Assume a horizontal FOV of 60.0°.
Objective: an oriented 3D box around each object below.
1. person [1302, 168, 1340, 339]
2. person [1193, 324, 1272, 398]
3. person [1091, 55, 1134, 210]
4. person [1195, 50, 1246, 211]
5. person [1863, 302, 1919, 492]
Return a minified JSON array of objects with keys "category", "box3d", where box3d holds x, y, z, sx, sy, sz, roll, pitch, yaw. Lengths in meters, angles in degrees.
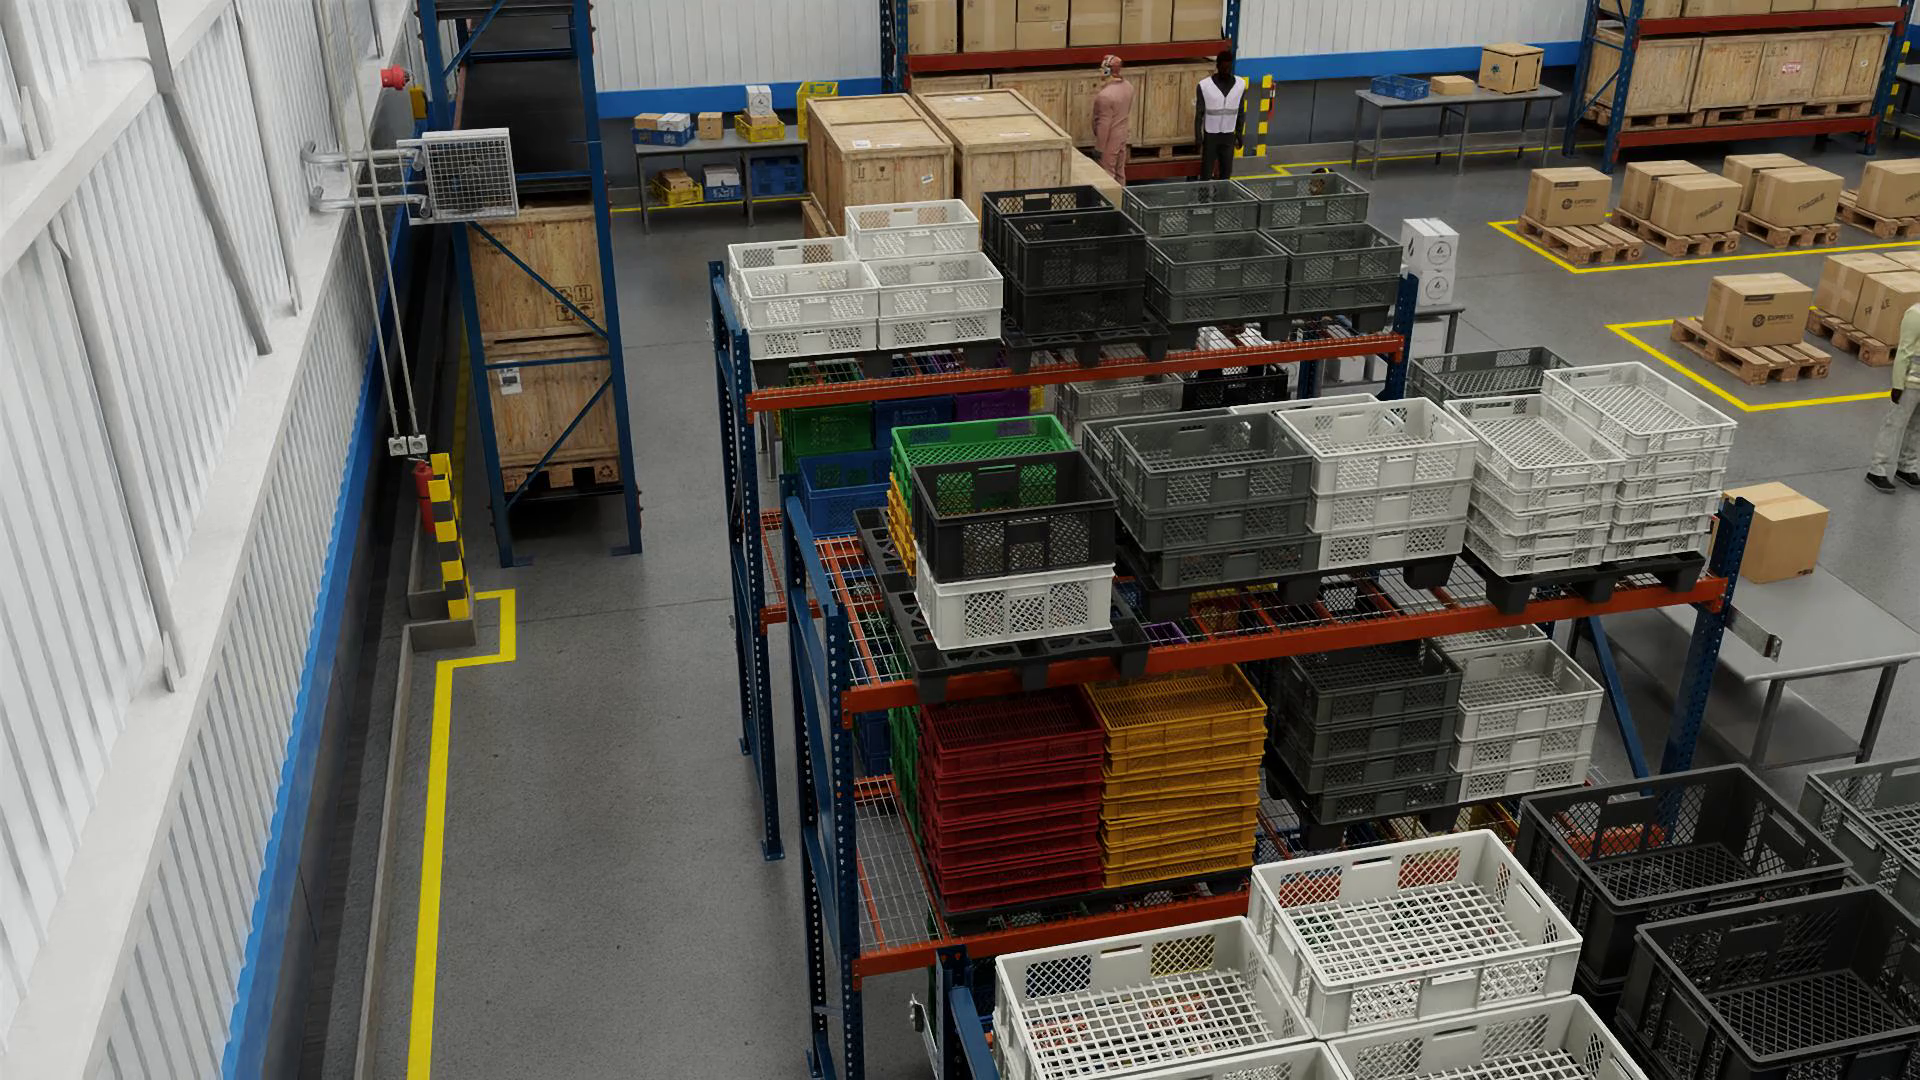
[{"category":"person","box3d":[3.178,-2.401,14.875,0.323,1.867,0.542,-6,28,-12]},{"category":"person","box3d":[1.935,-0.928,12.061,0.574,1.883,0.355,16,32,28]},{"category":"person","box3d":[1.683,-4.522,18.853,0.406,1.911,0.639,16,32,28]},{"category":"person","box3d":[2.975,-4.672,19.142,0.598,1.910,0.402,-6,28,-12]},{"category":"person","box3d":[7.386,-1.238,12.717,0.595,1.827,0.403,-7,29,-13]}]
